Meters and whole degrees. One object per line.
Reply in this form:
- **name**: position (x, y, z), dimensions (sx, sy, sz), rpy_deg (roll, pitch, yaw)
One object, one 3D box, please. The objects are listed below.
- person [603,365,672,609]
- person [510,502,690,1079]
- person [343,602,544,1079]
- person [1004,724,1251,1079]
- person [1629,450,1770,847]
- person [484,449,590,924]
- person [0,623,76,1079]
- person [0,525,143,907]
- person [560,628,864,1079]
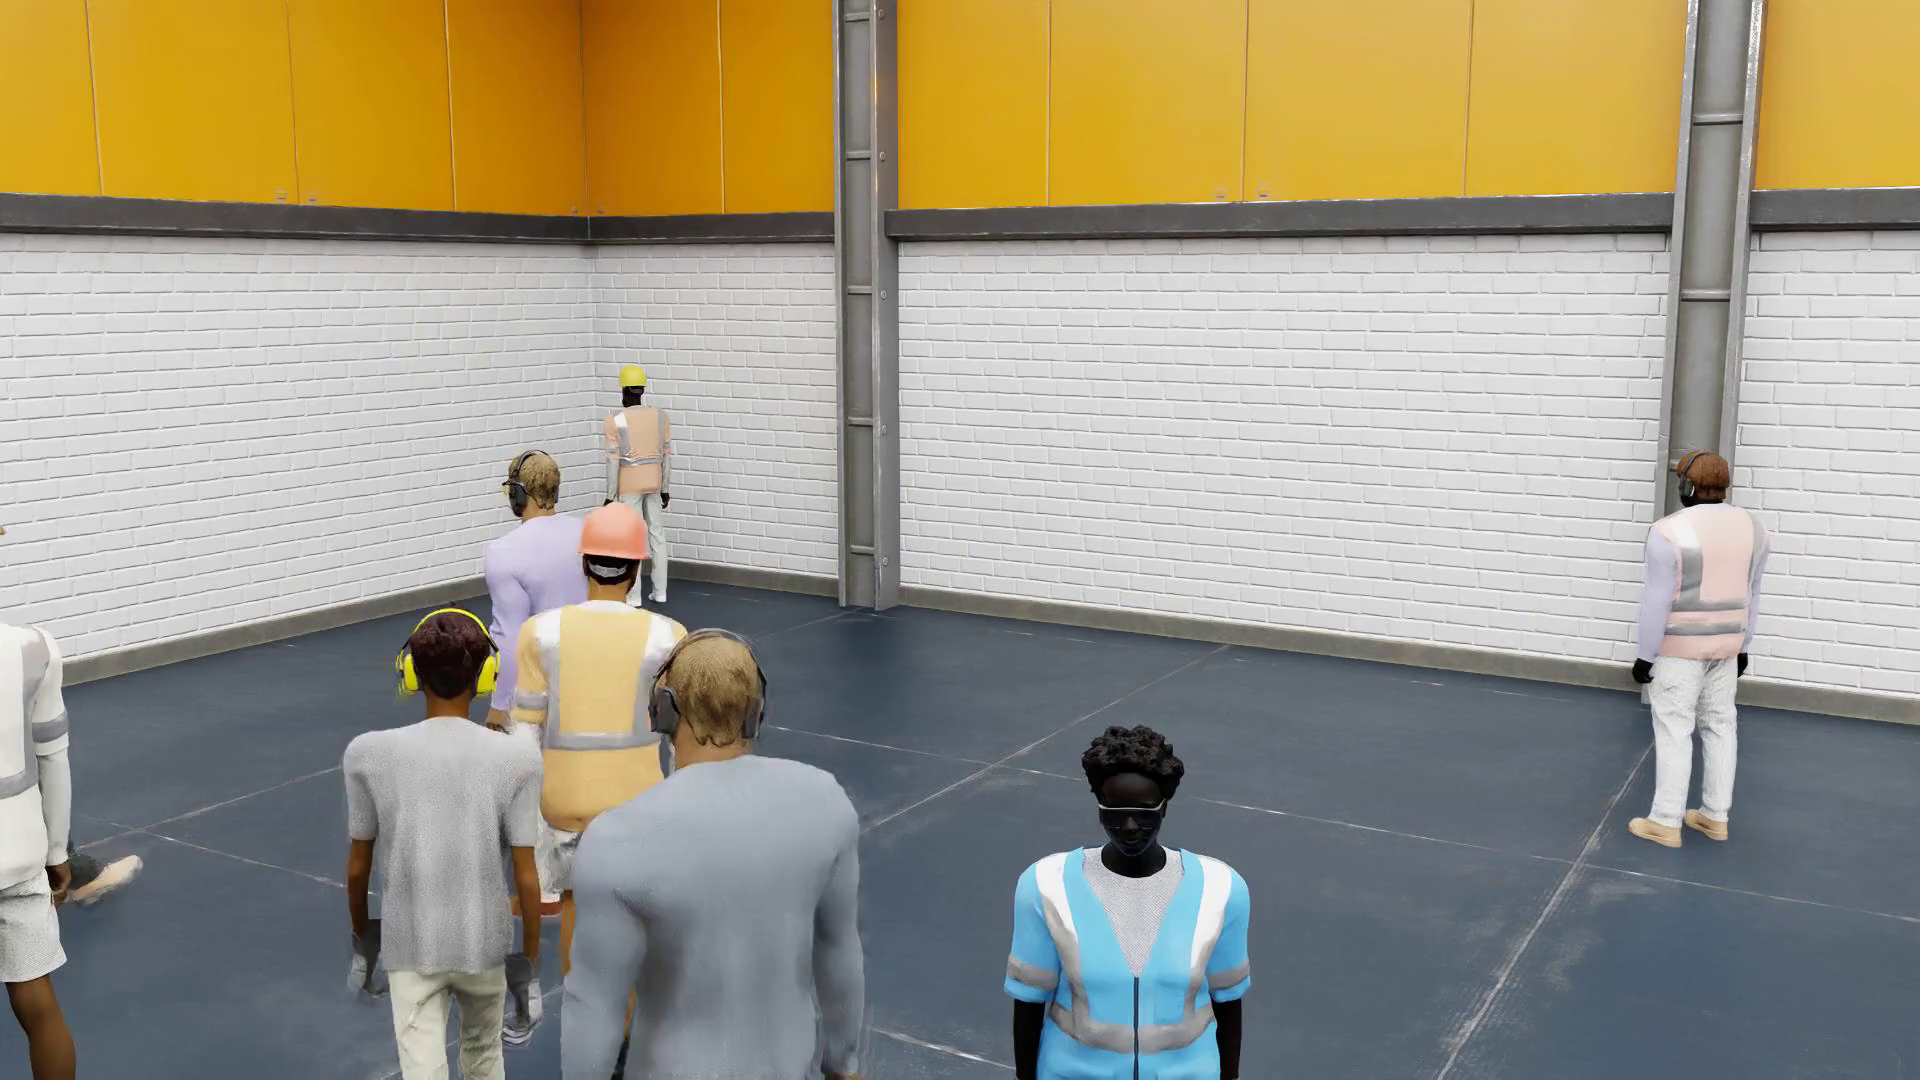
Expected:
- **person**: position (-2.562, -0.420, 13.189), dimensions (0.585, 1.929, 0.370), rpy_deg (-8, 12, -40)
- **person**: position (-1.150, 0.839, 5.402), dimensions (0.590, 1.909, 0.530), rpy_deg (-1, 9, -7)
- **person**: position (-1.307, 1.072, 4.253), dimensions (0.507, 1.823, 1.005), rpy_deg (-3, 10, -19)
- **person**: position (0.365, 1.227, 3.635), dimensions (0.541, 1.696, 0.315), rpy_deg (0, 9, 1)
- **person**: position (3.399, 0.500, 7.718), dimensions (0.632, 1.842, 0.429), rpy_deg (-3, 10, -17)
- **person**: position (-1.705, 0.595, 6.820), dimensions (0.359, 1.938, 0.635), rpy_deg (5, 10, 26)
- **person**: position (-2.749, 0.908, 4.571), dimensions (0.393, 2.036, 0.605), rpy_deg (5, 11, 30)
- **person**: position (-3.926, 0.674, 6.754), dimensions (0.953, 1.793, 0.535), rpy_deg (-7, 11, -36)
- **person**: position (-0.487, 1.147, 3.437), dimensions (0.698, 1.919, 0.528), rpy_deg (-7, 12, -38)
